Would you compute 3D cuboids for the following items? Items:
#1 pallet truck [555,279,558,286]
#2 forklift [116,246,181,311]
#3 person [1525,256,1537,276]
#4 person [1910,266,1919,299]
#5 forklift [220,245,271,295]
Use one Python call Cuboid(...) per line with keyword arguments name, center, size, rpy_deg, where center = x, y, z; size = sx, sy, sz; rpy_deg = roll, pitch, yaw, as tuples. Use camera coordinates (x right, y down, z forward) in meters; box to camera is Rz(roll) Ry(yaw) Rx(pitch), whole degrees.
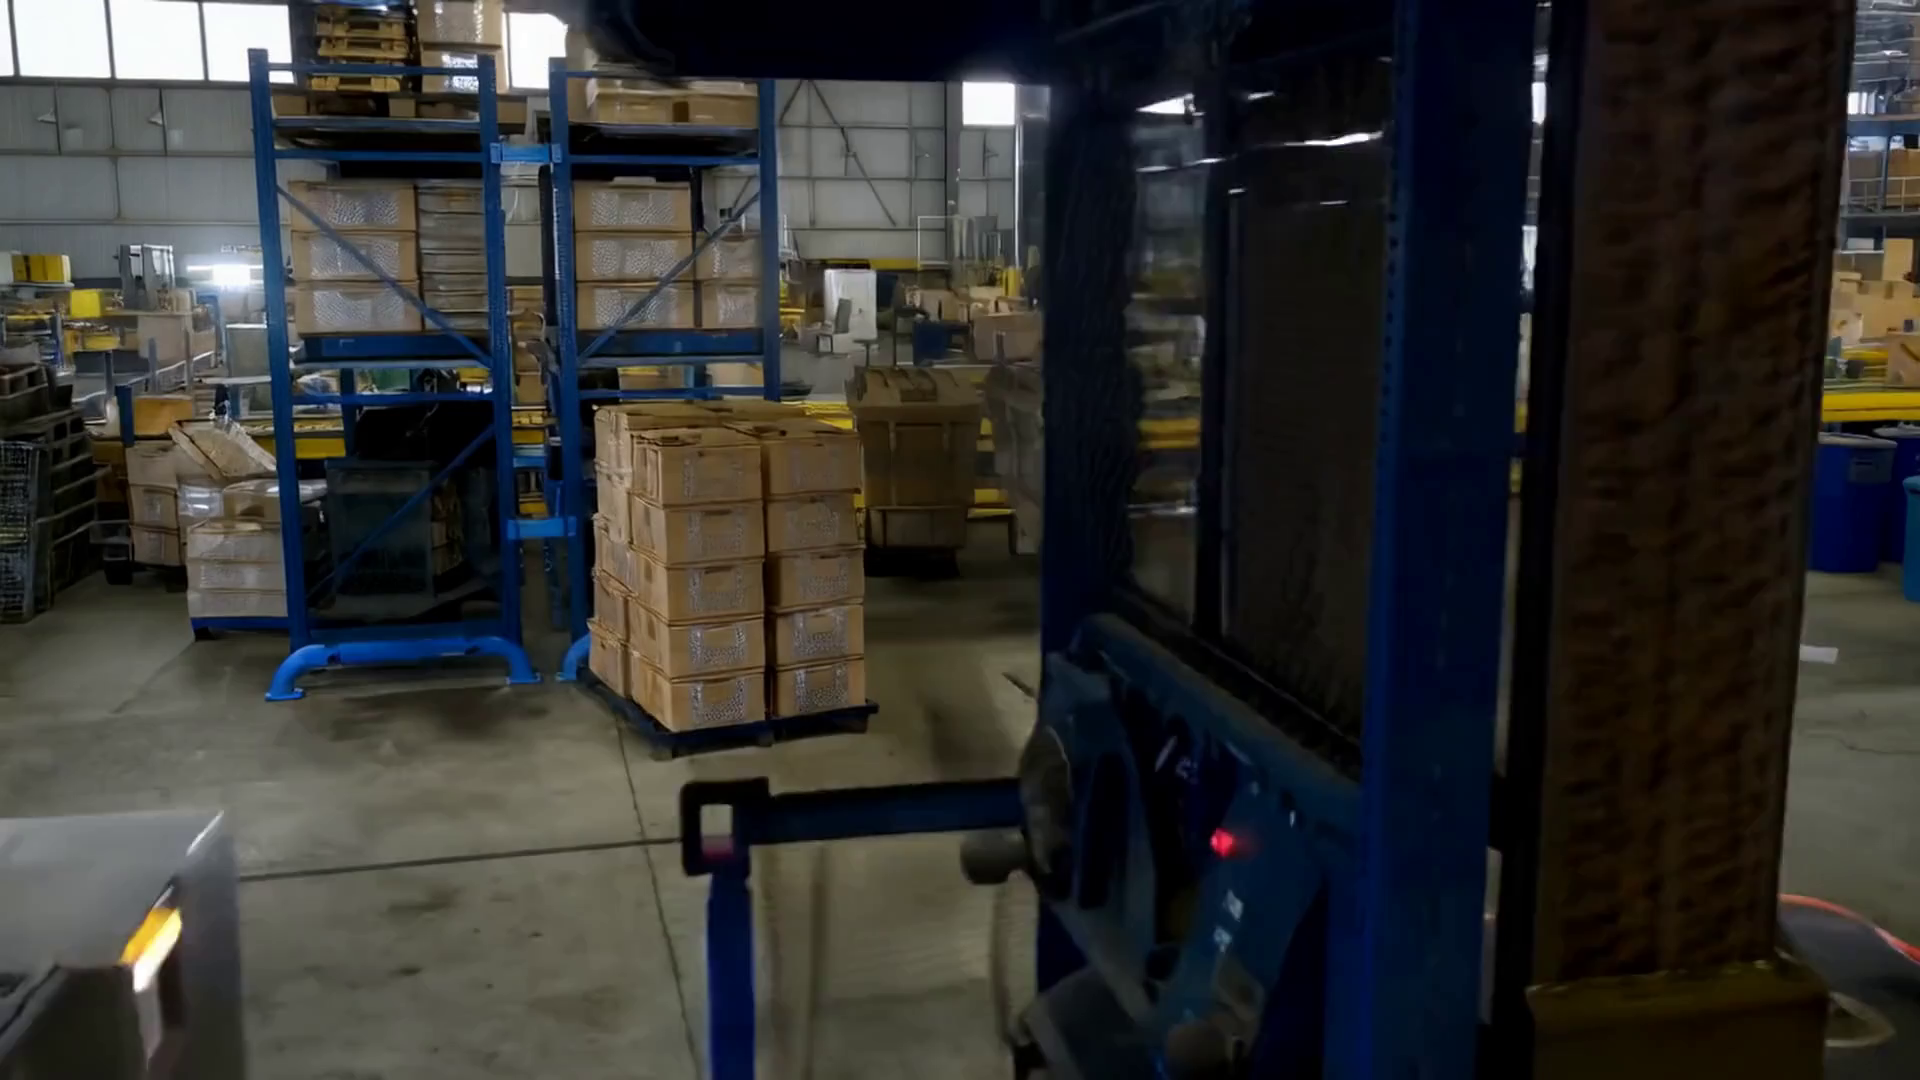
Cuboid(name="pallet truck", center=(-10.604, -6.375, 44.520), size=(0.653, 1.274, 1.630), rpy_deg=(-3, 10, -15))
Cuboid(name="forklift", center=(-19.966, -6.232, 40.894), size=(1.157, 1.987, 2.680), rpy_deg=(-3, 10, -15))
Cuboid(name="person", center=(18.617, -8.319, 54.078), size=(0.577, 1.820, 1.028), rpy_deg=(-3, 11, -18))
Cuboid(name="person", center=(15.316, -3.509, 26.823), size=(0.959, 1.835, 0.530), rpy_deg=(5, 11, 26))
Cuboid(name="forklift", center=(-17.749, -6.334, 41.440), size=(1.157, 1.987, 2.680), rpy_deg=(-3, 10, -17))
